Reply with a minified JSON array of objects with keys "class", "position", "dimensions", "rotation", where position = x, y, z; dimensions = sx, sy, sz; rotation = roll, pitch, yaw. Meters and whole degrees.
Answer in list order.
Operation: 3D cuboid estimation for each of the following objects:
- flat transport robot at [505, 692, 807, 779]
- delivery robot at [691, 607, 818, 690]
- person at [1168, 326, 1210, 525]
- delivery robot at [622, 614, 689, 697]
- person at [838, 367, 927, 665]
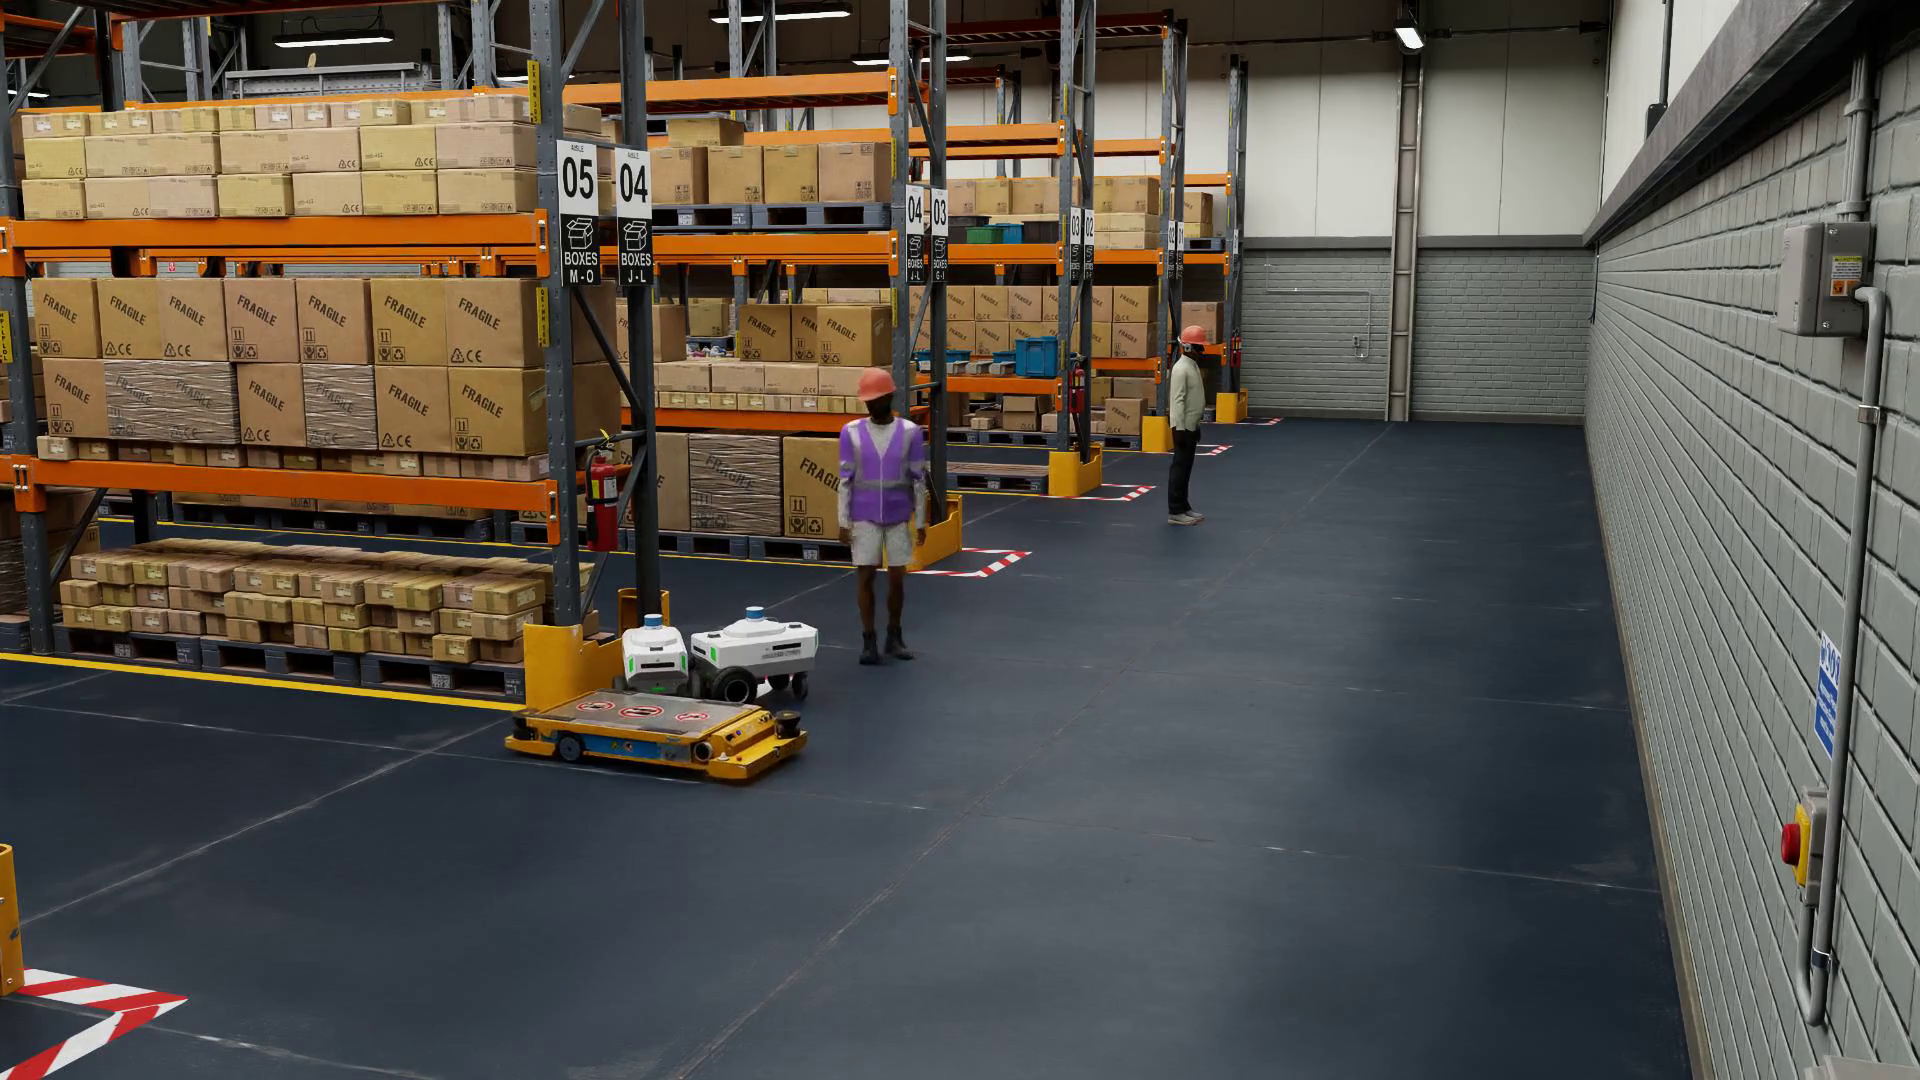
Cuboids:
[{"class":"flat transport robot","position":[-1.580,0.989,8.653],"dimensions":[1.431,0.197,0.652],"rotation":[4,10,22]},{"class":"delivery robot","position":[-1.192,0.632,9.705],"dimensions":[0.707,0.478,0.477],"rotation":[-6,11,-31]},{"class":"person","position":[2.290,-1.148,16.661],"dimensions":[0.401,1.986,0.612],"rotation":[3,10,20]},{"class":"delivery robot","position":[-1.745,0.667,9.492],"dimensions":[0.477,0.478,0.707],"rotation":[-2,9,-13]},{"class":"person","position":[-0.496,-0.151,10.689],"dimensions":[0.573,1.921,0.453],"rotation":[0,9,-2]}]
